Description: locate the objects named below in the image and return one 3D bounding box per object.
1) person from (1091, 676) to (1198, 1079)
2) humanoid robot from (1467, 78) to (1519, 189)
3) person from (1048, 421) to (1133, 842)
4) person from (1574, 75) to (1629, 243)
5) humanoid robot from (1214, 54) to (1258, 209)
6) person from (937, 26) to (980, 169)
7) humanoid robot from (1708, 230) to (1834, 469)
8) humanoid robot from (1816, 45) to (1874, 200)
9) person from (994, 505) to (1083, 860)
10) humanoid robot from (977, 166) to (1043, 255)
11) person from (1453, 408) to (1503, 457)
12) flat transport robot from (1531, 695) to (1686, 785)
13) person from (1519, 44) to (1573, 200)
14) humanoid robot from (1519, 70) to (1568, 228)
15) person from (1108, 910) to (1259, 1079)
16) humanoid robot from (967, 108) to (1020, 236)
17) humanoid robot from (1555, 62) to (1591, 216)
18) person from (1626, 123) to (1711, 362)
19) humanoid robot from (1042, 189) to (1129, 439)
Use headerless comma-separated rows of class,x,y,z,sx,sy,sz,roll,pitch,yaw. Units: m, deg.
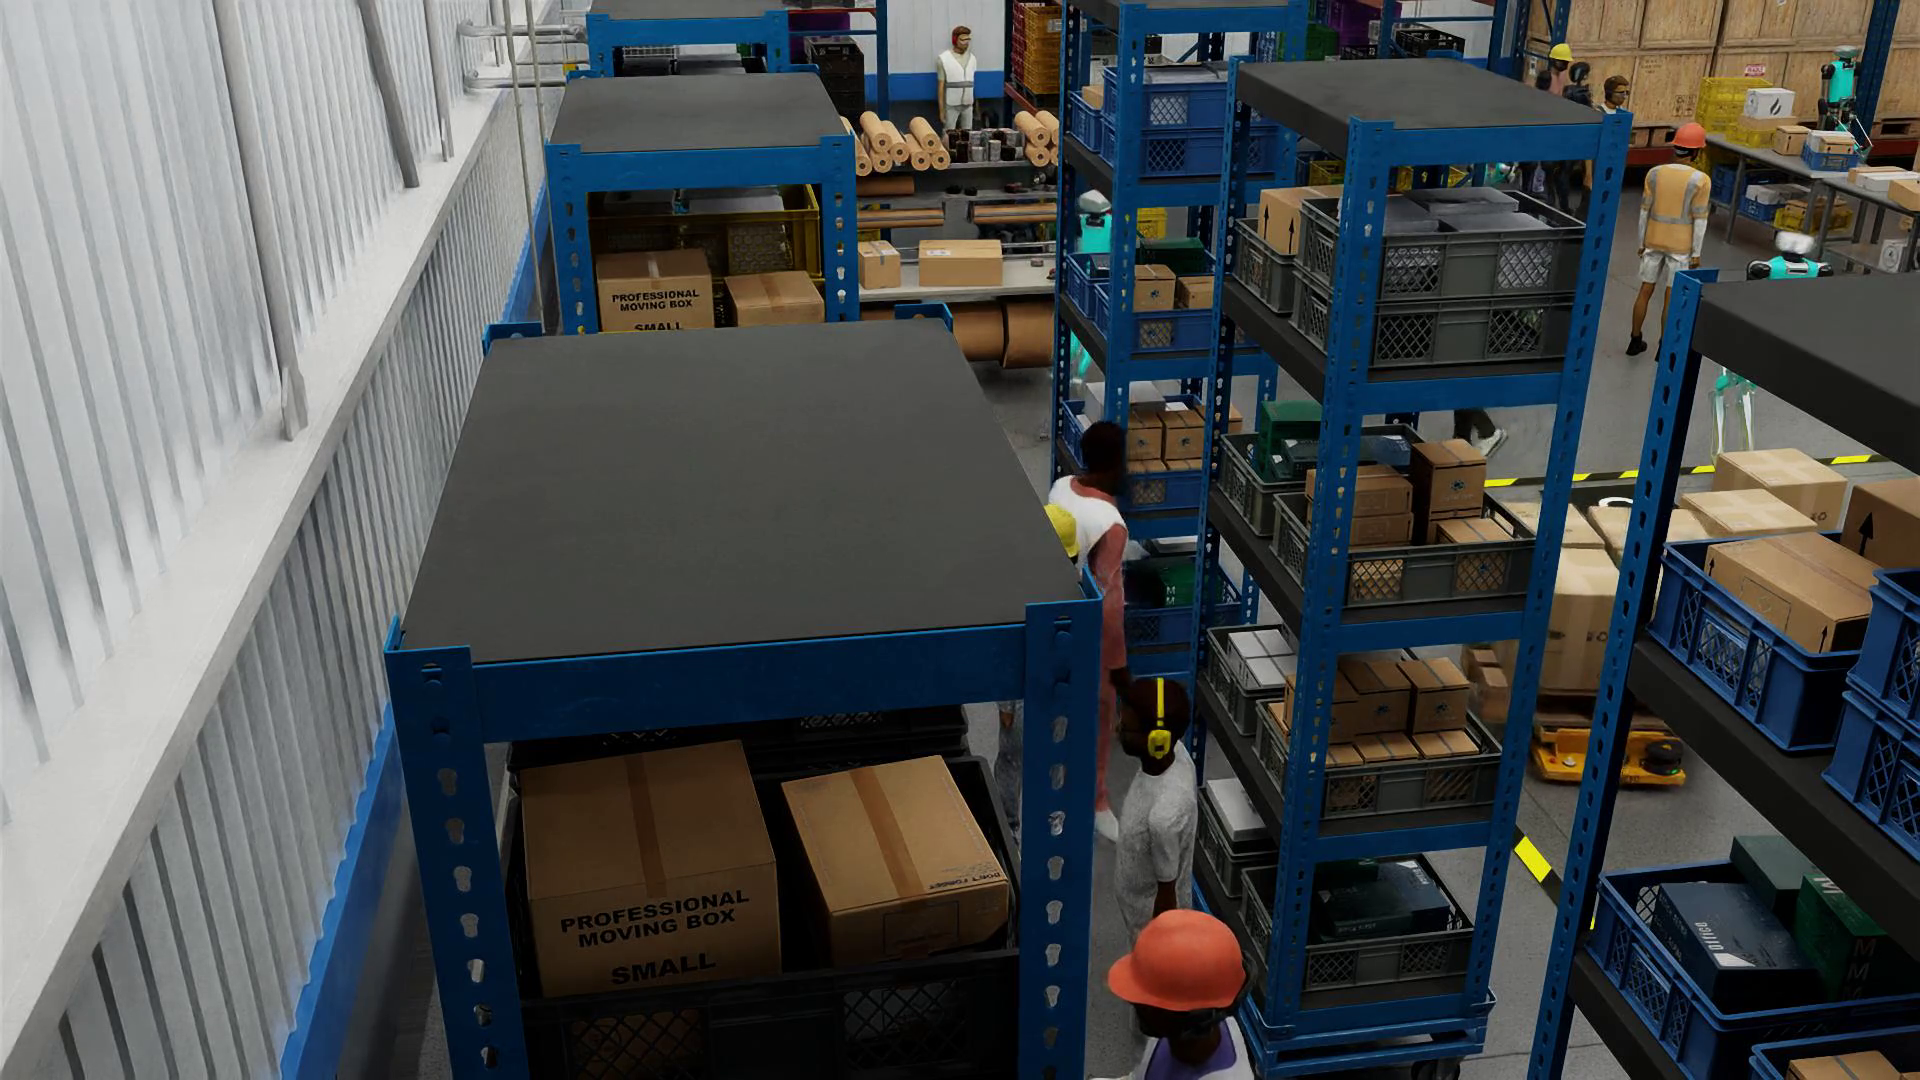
person,0.612,1.278,5.604,0.328,1.873,0.507,2,25,4
humanoid robot,5.327,-3.787,16.803,0.552,1.795,0.818,0,25,-1
person,0.562,0.395,7.528,0.408,1.882,0.864,-10,26,-20
person,6.260,-3.616,16.291,0.507,1.837,0.334,-21,32,-37
humanoid robot,3.245,-4.437,18.301,0.982,1.780,0.547,-4,25,-9
person,-0.024,-5.057,19.419,0.563,1.836,0.388,-15,29,-30
humanoid robot,5.371,-1.304,11.216,0.533,1.677,0.735,1,25,2
humanoid robot,9.743,-4.524,18.219,0.533,1.674,0.735,-11,27,-23
person,0.360,0.648,7.133,0.484,1.736,0.305,-17,29,-32
humanoid robot,0.429,-2.707,14.498,0.598,1.639,0.509,-2,25,-4
person,3.501,-1.383,11.431,0.447,1.835,0.609,-3,25,-7
flat transport robot,3.180,0.787,8.555,0.652,0.197,1.431,2,25,4
person,6.592,-4.657,18.642,0.528,1.761,0.344,-17,29,-32
humanoid robot,6.094,-4.066,17.461,0.615,1.645,0.472,3,25,7
person,0.547,1.801,4.263,0.395,2.043,0.607,-2,25,-4
humanoid robot,0.271,-3.258,15.757,0.585,1.654,0.714,-15,29,-30
humanoid robot,6.625,-4.342,18.050,0.347,1.647,0.591,-7,26,-15
person,5.792,-2.418,13.559,0.359,1.938,0.544,-22,32,-39
humanoid robot,0.847,-1.524,11.987,0.547,1.898,0.765,21,32,38
